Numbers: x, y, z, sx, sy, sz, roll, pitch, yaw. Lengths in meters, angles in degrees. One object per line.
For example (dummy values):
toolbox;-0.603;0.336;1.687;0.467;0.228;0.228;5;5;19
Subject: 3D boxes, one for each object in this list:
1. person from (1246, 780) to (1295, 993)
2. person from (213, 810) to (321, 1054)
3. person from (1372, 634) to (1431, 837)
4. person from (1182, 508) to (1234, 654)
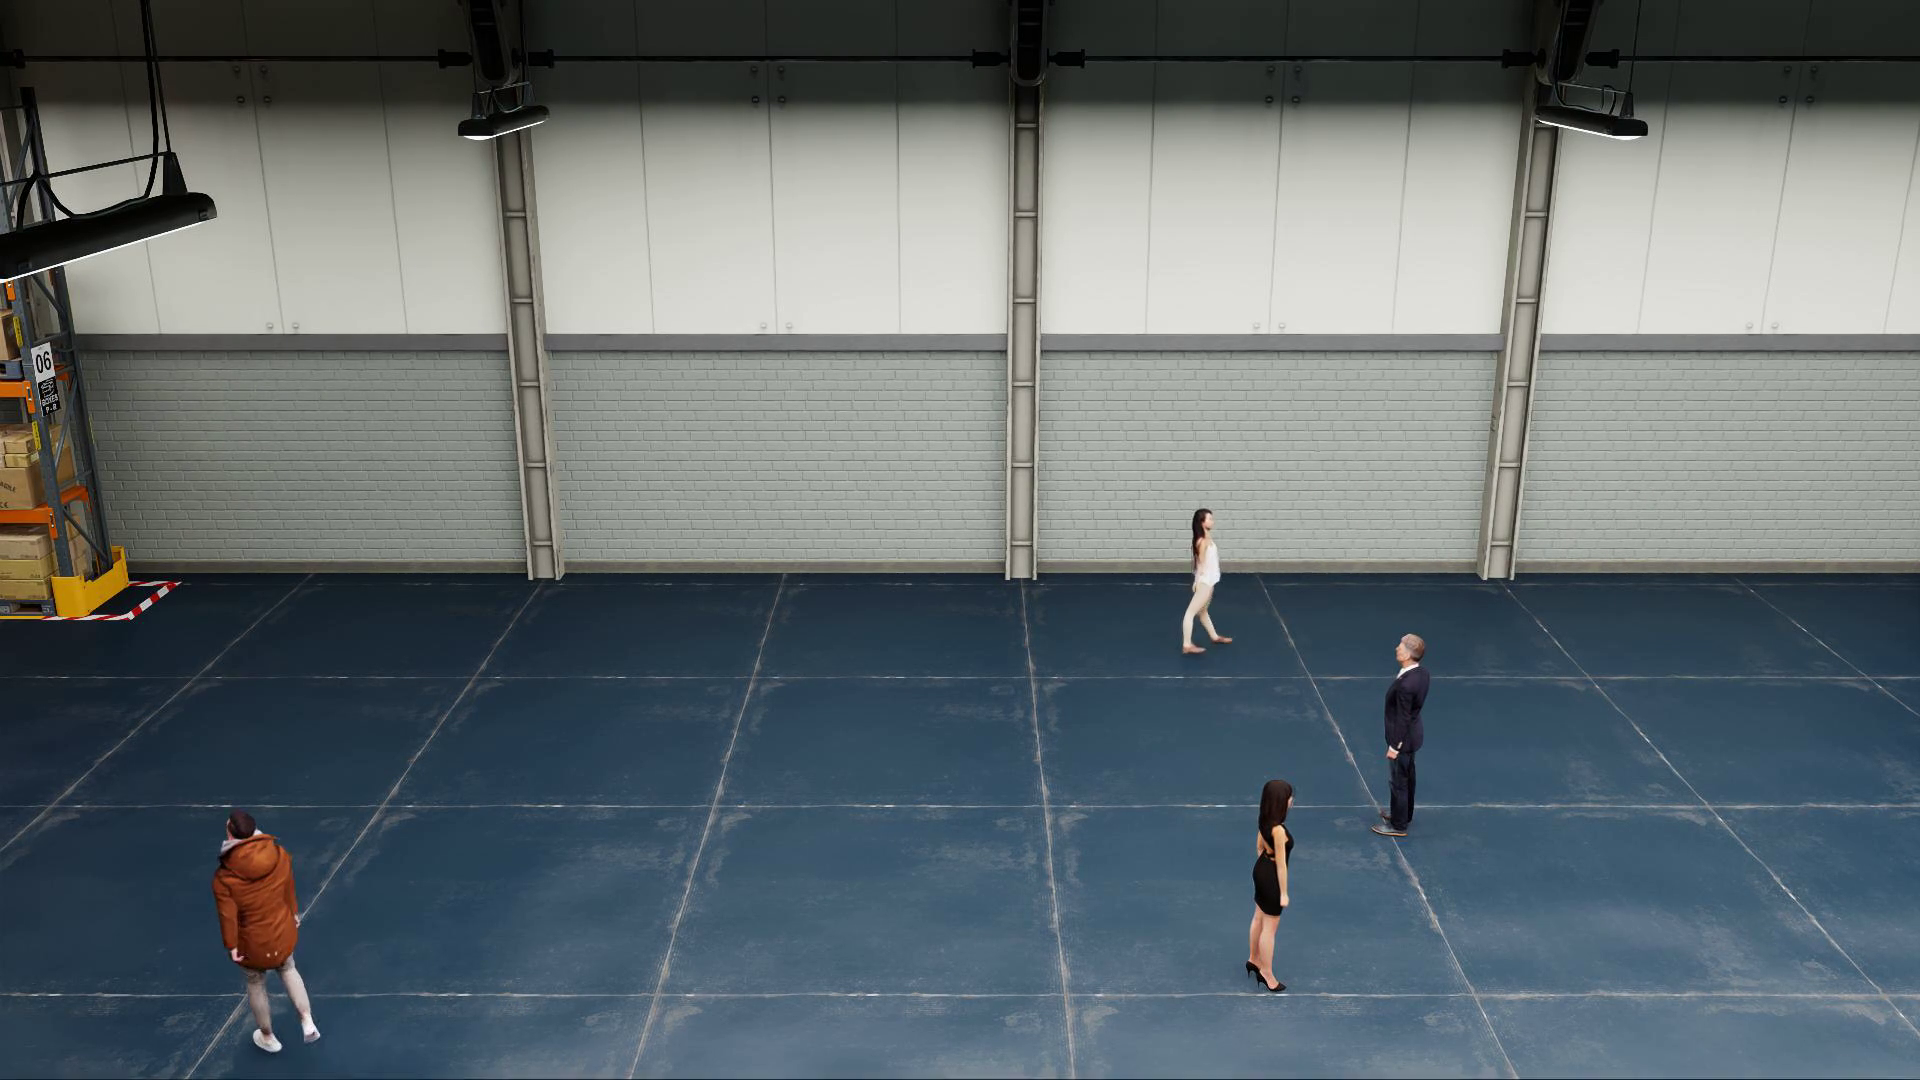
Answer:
person;2.251;2.494;12.098;0.538;1.650;0.607;-4;18;-11
person;-4.664;2.683;11.235;1.021;1.825;0.957;16;24;40
person;3.839;1.668;14.364;0.768;1.815;0.770;10;20;28
person;2.671;0.462;18.368;0.682;1.630;0.816;0;18;0
